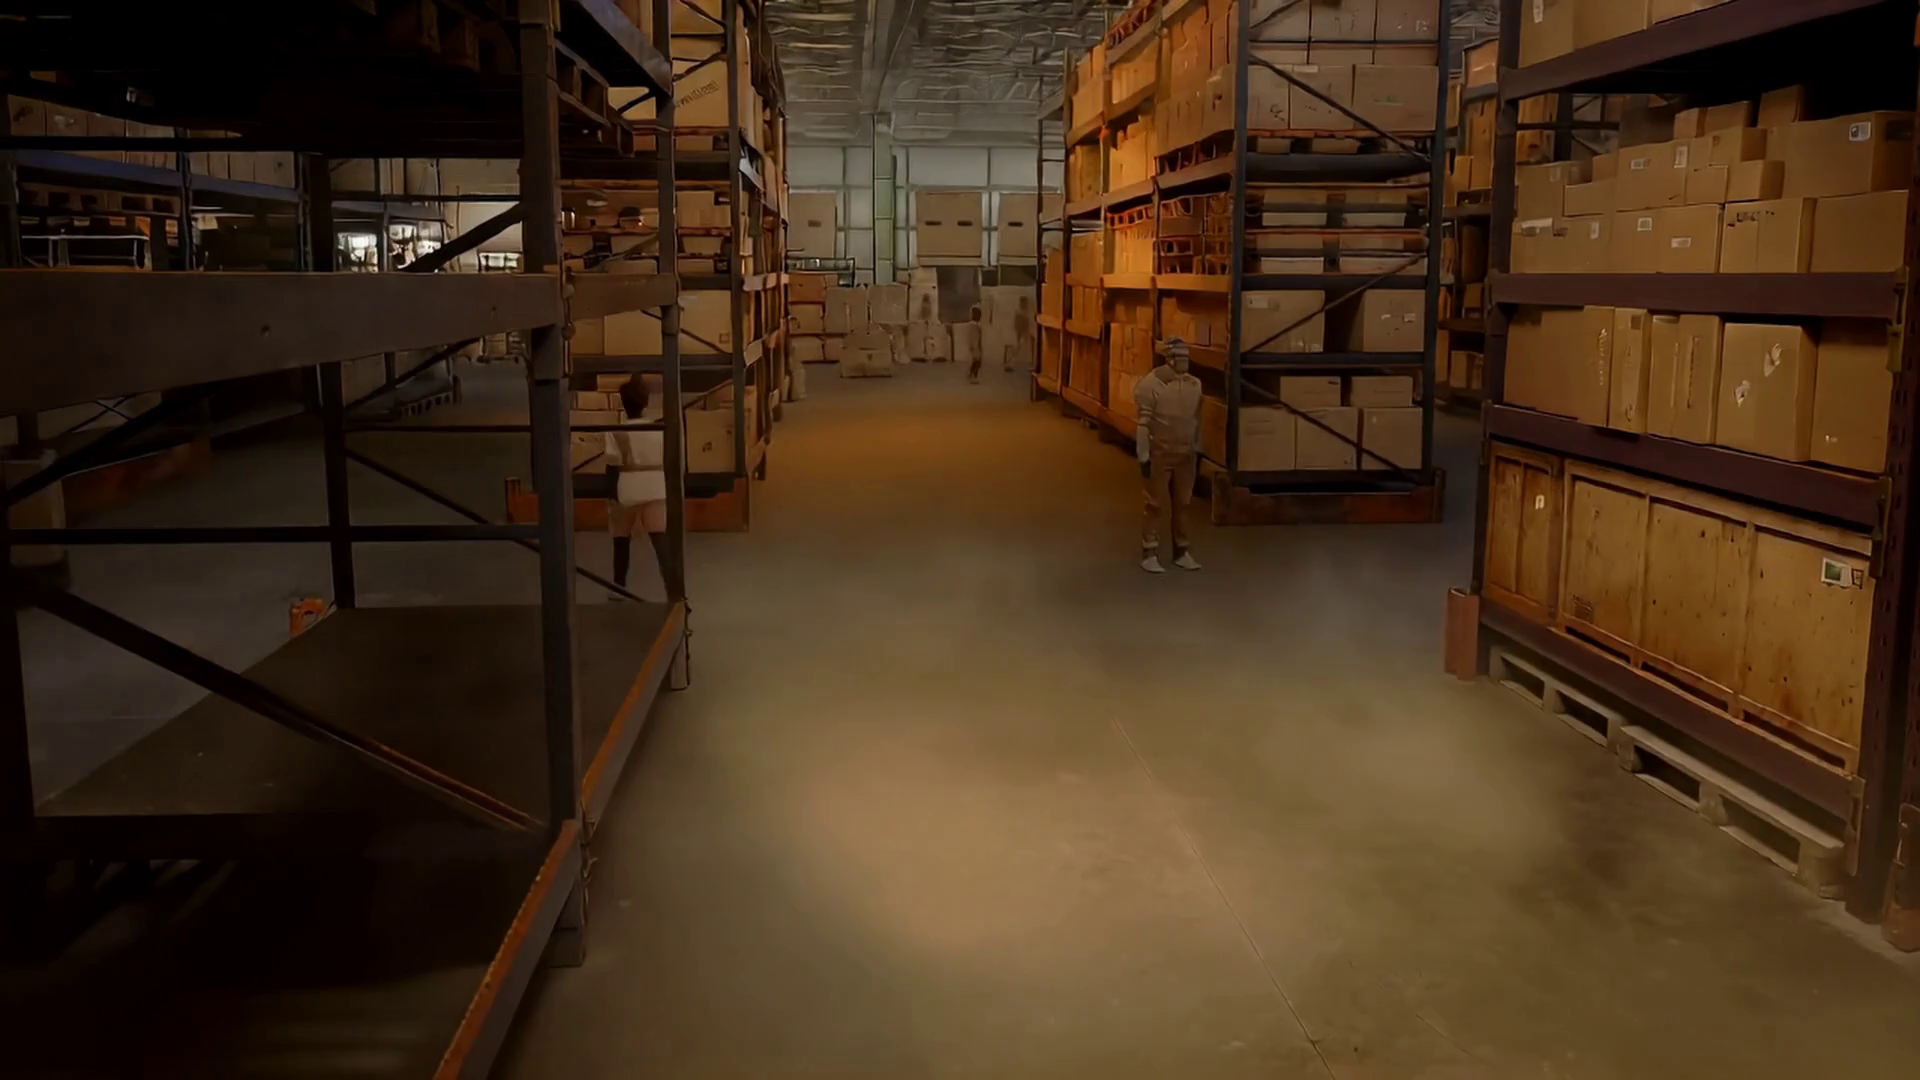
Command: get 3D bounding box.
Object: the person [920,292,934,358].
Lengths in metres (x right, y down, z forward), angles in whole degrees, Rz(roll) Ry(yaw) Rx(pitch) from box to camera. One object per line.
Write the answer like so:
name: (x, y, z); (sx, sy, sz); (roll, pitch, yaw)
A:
person: (-1.066, -6.259, 48.442); (0.701, 1.924, 0.633); (-2, 9, -15)

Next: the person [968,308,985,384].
person: (0.389, -4.278, 36.748); (0.405, 1.675, 0.553); (-4, 10, -24)

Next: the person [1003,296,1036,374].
person: (1.482, -5.016, 40.675); (0.952, 1.911, 0.628); (2, 9, 15)

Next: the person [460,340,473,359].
person: (-14.276, -6.155, 47.898); (0.337, 1.882, 0.583); (8, 12, 43)

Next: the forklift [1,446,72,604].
forklift: (-7.578, -0.929, 11.961); (1.873, 2.768, 1.129); (-4, 10, -25)

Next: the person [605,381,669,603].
person: (-2.289, -0.317, 11.973); (0.545, 1.652, 0.883); (-7, 11, -36)

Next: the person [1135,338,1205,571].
person: (1.737, -0.696, 13.590); (0.642, 1.900, 0.400); (-4, 10, -25)
